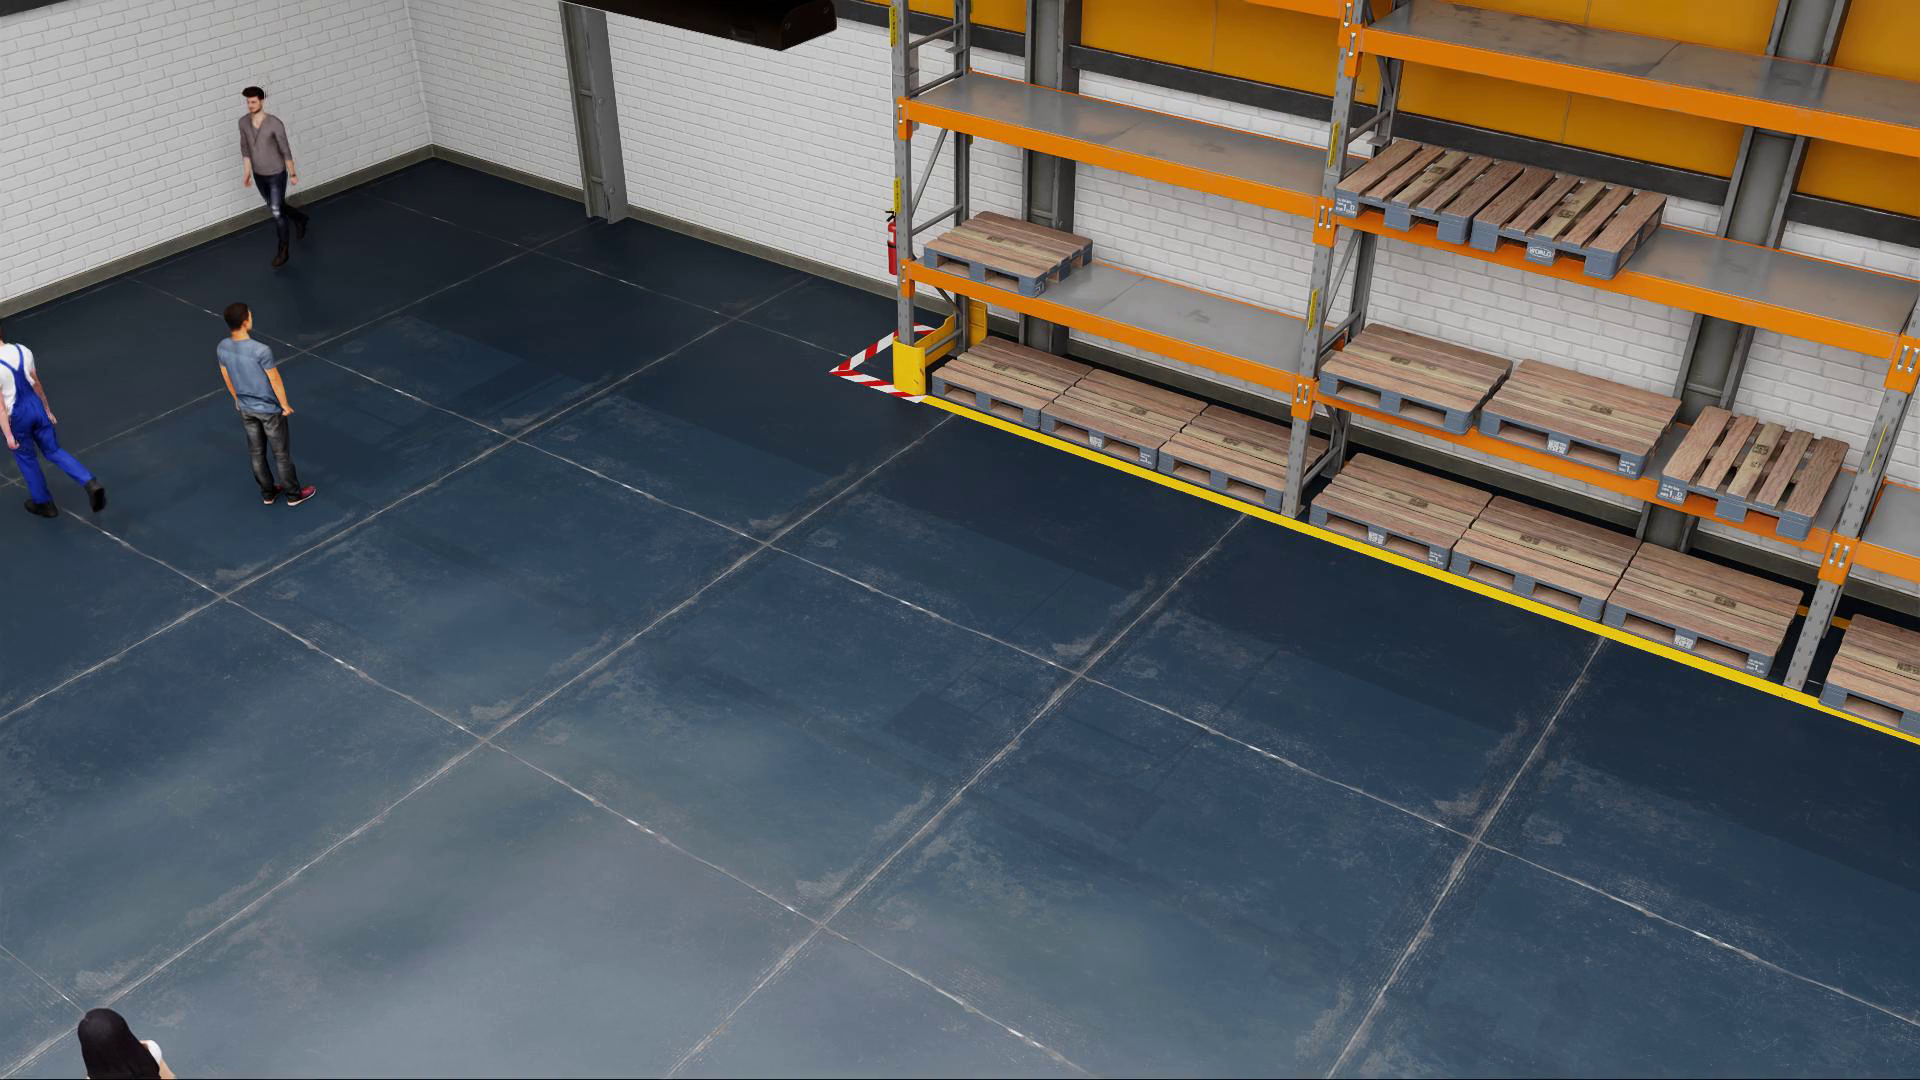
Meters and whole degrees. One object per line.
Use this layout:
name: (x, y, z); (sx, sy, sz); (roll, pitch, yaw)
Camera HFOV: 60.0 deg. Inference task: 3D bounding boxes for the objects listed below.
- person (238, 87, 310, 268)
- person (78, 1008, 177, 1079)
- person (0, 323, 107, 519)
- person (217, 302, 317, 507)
person: (-7.393, -3.976, 17.941); (1.199, 1.871, 1.003); (9, 35, 13)
person: (-3.791, 2.830, 7.790); (0.625, 1.774, 0.640); (22, 39, 29)
person: (-7.469, -0.952, 13.424); (1.148, 1.836, 0.809); (12, 35, 17)
person: (-5.761, -1.104, 13.681); (0.627, 1.805, 0.787); (7, 34, 10)
